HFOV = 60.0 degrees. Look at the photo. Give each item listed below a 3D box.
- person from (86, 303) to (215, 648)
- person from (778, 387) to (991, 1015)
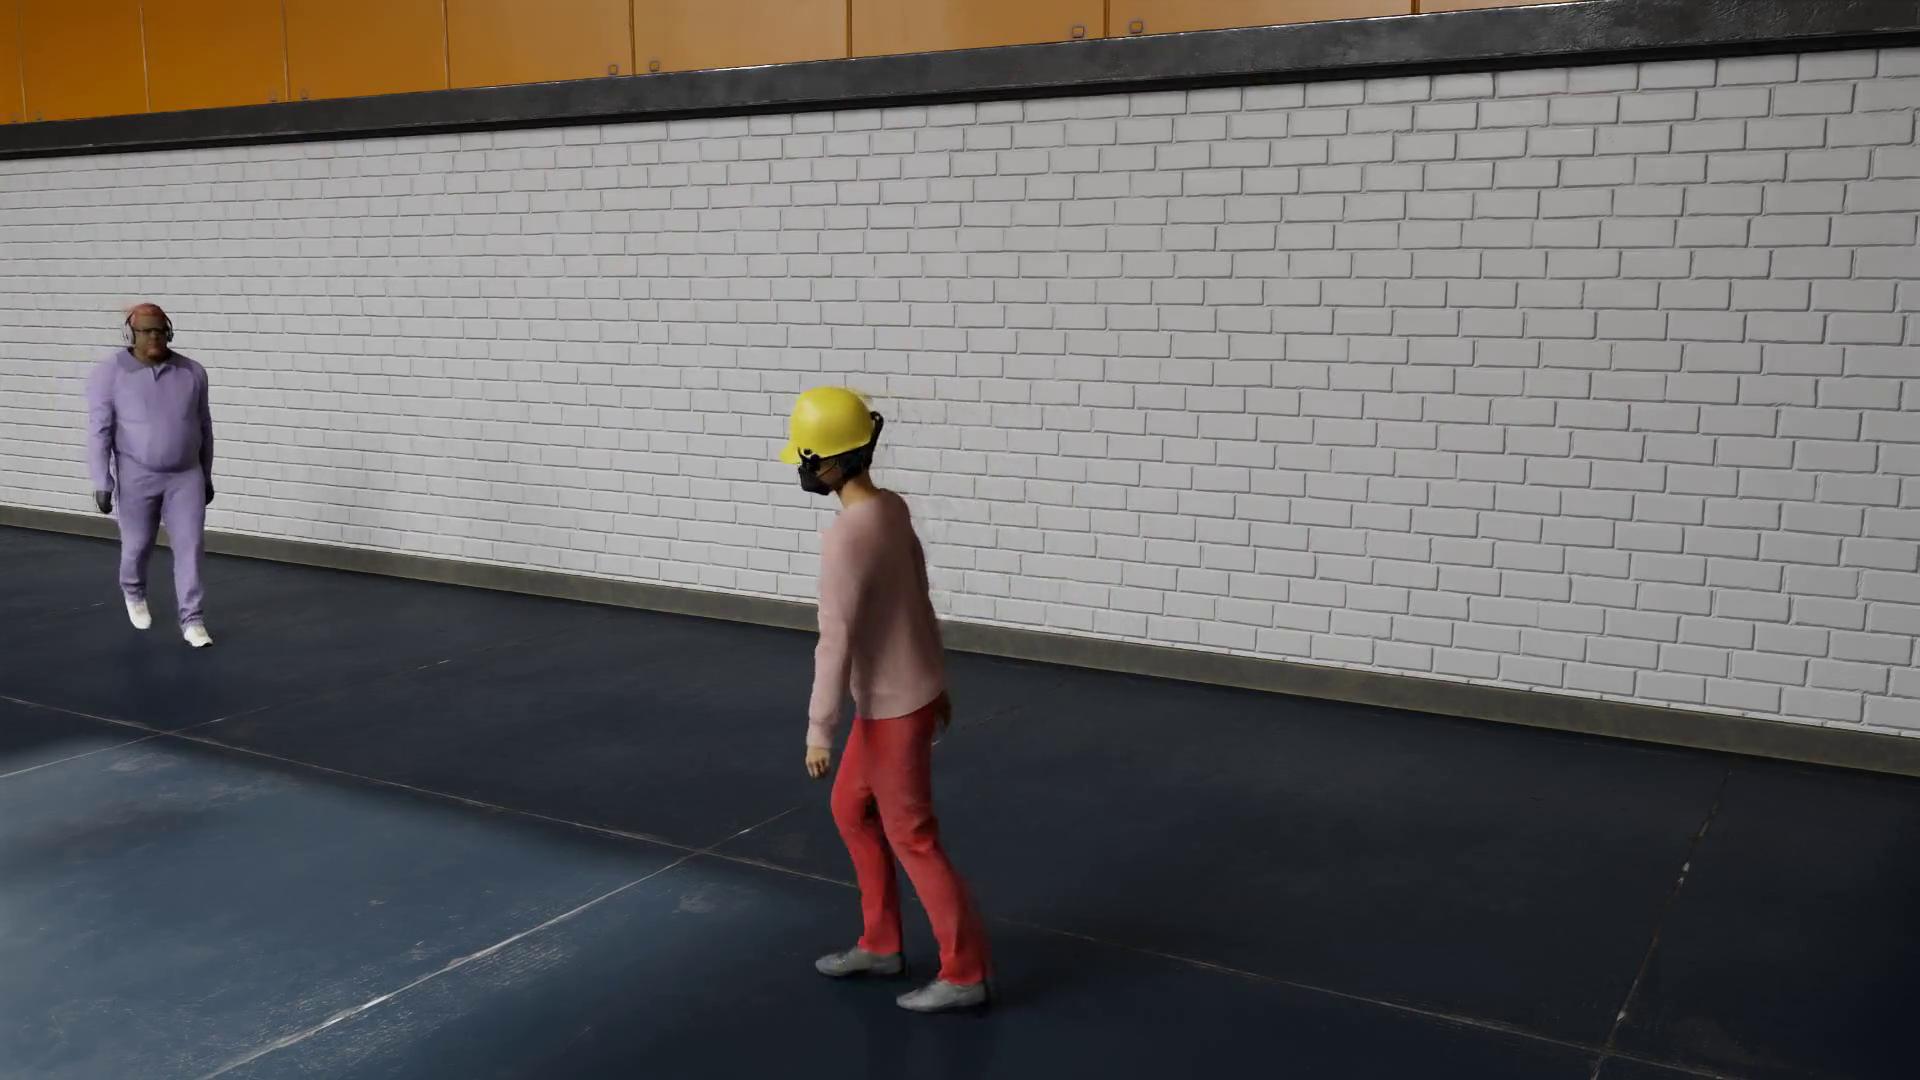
[{"bbox_3d":[-4.460,-0.373,9.193,0.654,1.872,0.931,-8,12,-39],"label":"person"},{"bbox_3d":[-0.206,0.448,4.488,0.644,1.724,0.540,2,9,9],"label":"person"}]
